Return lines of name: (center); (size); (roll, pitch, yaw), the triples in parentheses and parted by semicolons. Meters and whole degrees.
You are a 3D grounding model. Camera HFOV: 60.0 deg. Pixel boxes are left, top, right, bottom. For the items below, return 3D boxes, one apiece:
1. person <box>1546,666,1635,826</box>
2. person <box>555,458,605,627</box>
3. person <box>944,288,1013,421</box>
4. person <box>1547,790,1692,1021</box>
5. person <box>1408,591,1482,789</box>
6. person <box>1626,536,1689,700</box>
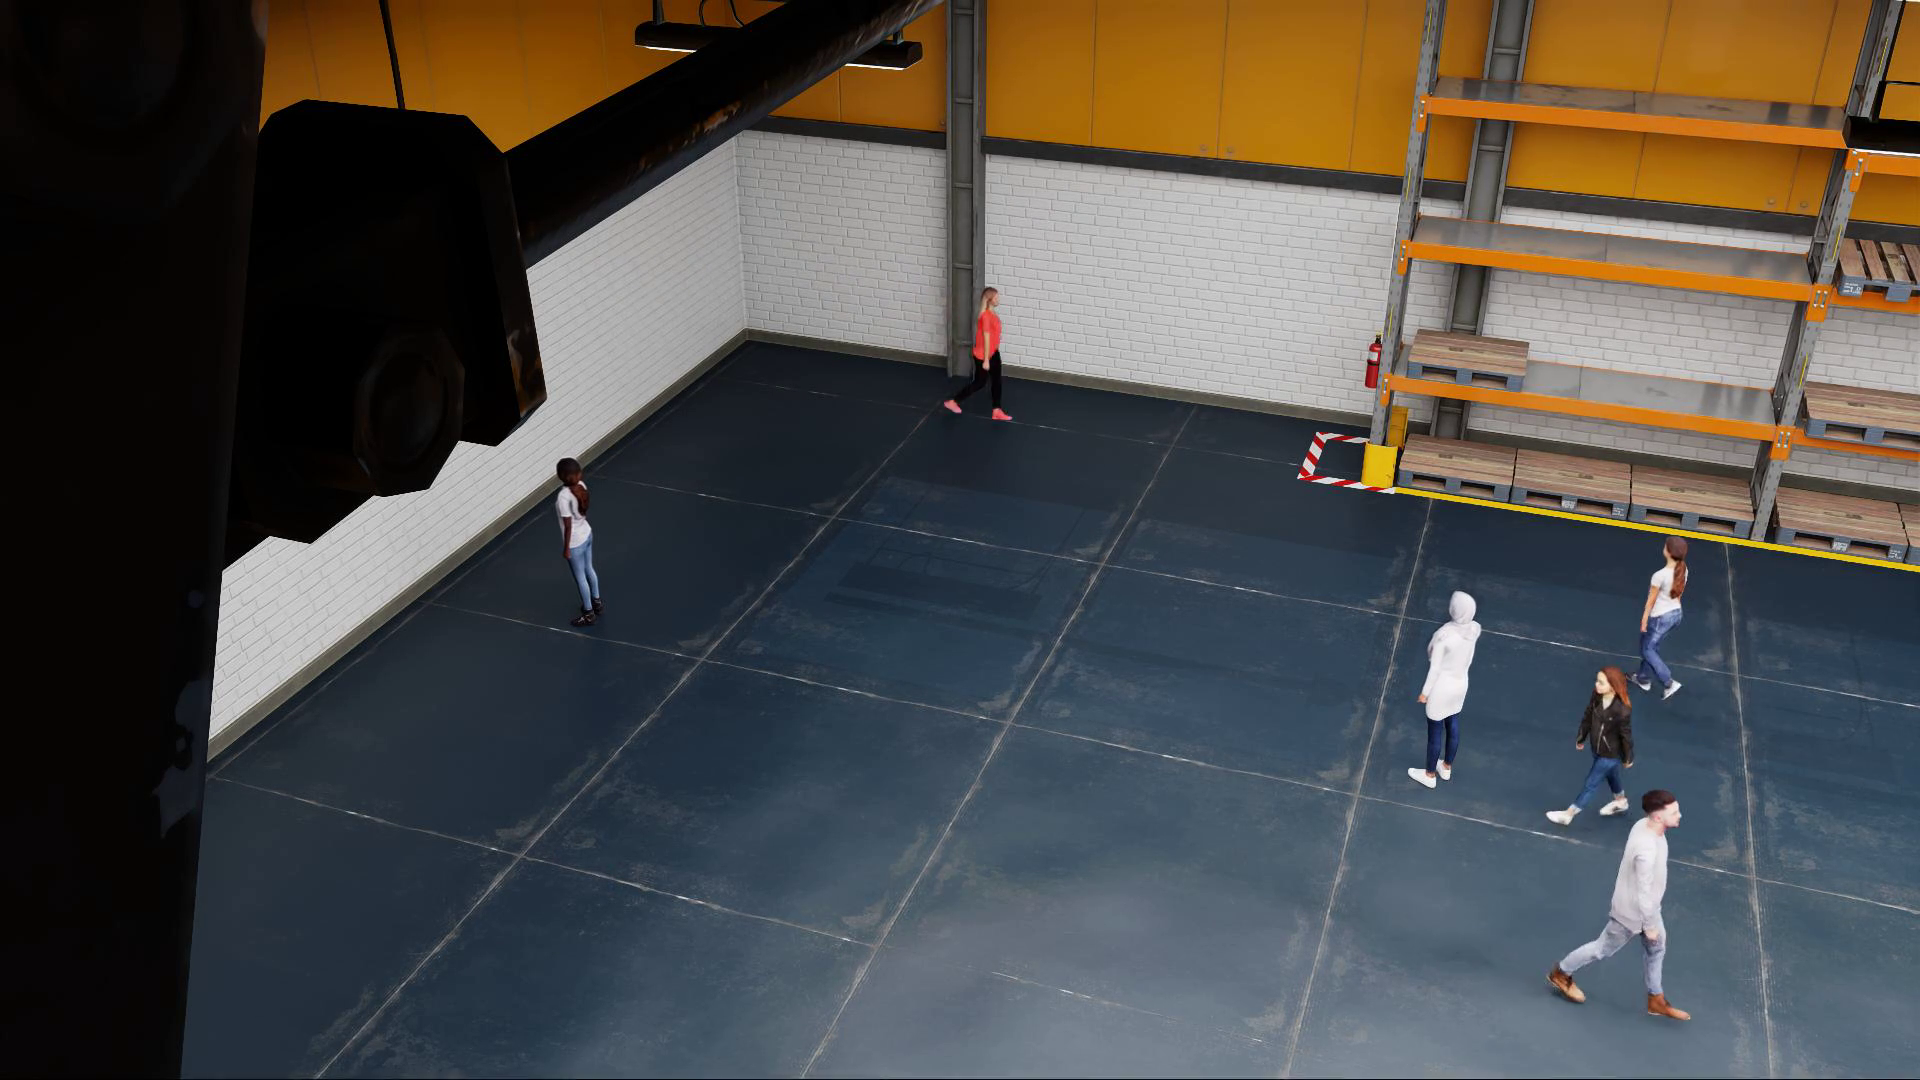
person: (5.107, 1.611, 12.973); (1.077, 1.439, 0.927); (-8, 30, -14)
person: (-3.590, 0.007, 15.620); (0.556, 1.719, 0.605); (6, 29, 11)
person: (0.221, -2.177, 19.681); (1.068, 1.665, 0.681); (3, 29, 6)
person: (4.417, 2.428, 11.095); (1.223, 1.802, 0.839); (16, 32, 26)
person: (3.926, 1.195, 13.384); (0.686, 1.775, 0.731); (-15, 32, -25)
person: (6.183, 0.705, 14.527); (0.851, 1.541, 0.905); (-12, 31, -21)
